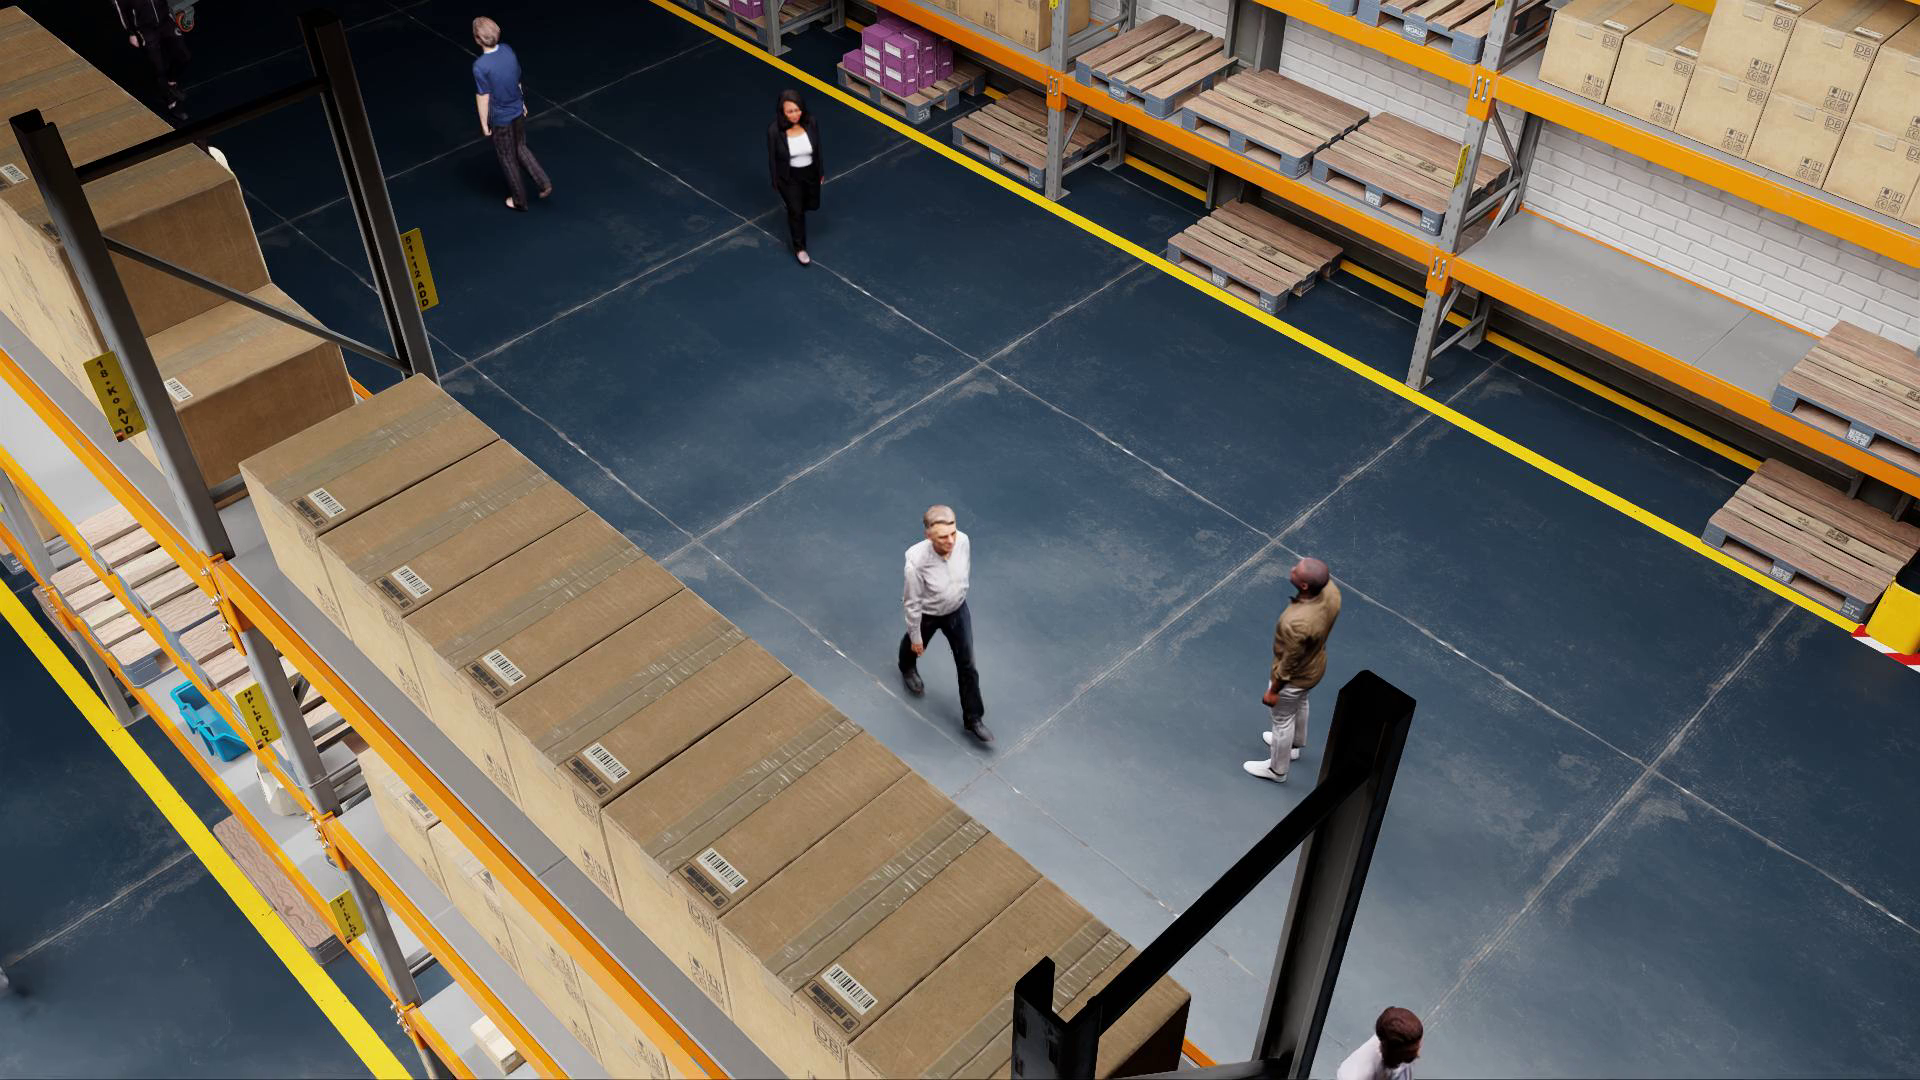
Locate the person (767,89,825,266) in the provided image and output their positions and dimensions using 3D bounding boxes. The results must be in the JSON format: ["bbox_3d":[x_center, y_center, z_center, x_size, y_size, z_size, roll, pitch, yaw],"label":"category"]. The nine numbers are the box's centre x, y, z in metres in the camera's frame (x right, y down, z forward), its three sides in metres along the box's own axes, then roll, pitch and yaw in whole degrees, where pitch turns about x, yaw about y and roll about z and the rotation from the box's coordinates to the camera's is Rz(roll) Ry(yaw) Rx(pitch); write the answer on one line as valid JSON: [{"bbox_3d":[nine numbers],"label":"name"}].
[{"bbox_3d":[-1.436,-3.199,14.401,0.774,1.601,0.950,-22,48,-21],"label":"person"}]

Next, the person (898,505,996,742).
[{"bbox_3d":[-0.191,0.414,10.485,0.830,1.772,1.231,-25,49,-24],"label":"person"}]

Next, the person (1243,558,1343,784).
[{"bbox_3d":[2.033,0.779,10.063,0.643,1.825,0.760,26,49,24],"label":"person"}]

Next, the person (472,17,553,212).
[{"bbox_3d":[-3.969,-3.744,14.788,0.783,1.857,0.735,26,49,24],"label":"person"}]

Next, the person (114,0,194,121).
[{"bbox_3d":[-7.890,-4.983,16.115,0.780,1.820,0.759,26,49,24],"label":"person"}]

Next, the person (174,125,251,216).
[{"bbox_3d":[-6.127,-2.672,13.861,1.214,1.582,0.900,20,47,19],"label":"person"}]

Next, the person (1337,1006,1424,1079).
[{"bbox_3d":[1.860,2.740,7.996,0.763,1.836,1.009,-28,50,-26],"label":"person"}]
